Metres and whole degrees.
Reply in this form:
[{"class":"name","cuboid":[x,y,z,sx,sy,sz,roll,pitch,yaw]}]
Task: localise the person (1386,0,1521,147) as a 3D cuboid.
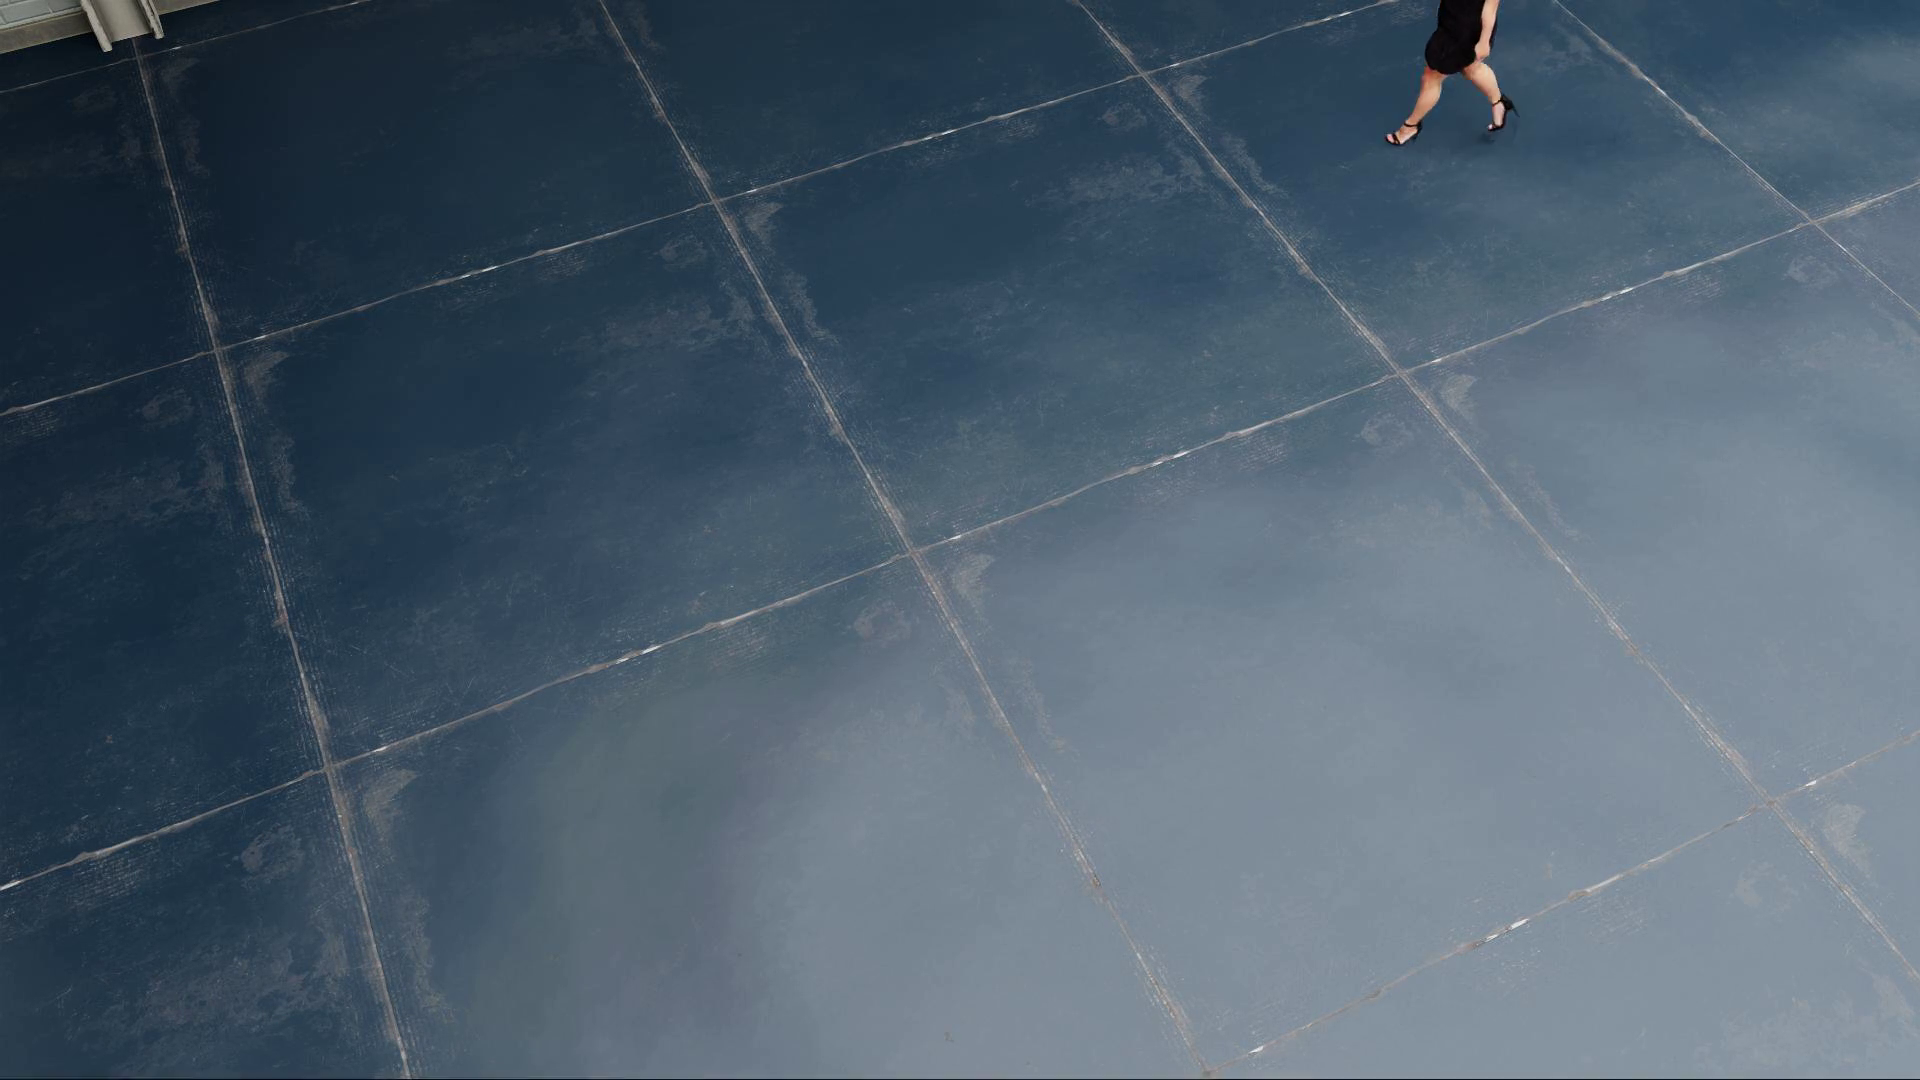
[{"class":"person","cuboid":[3.104,-3.043,9.907,1.156,1.686,0.943,0,52,0]}]
